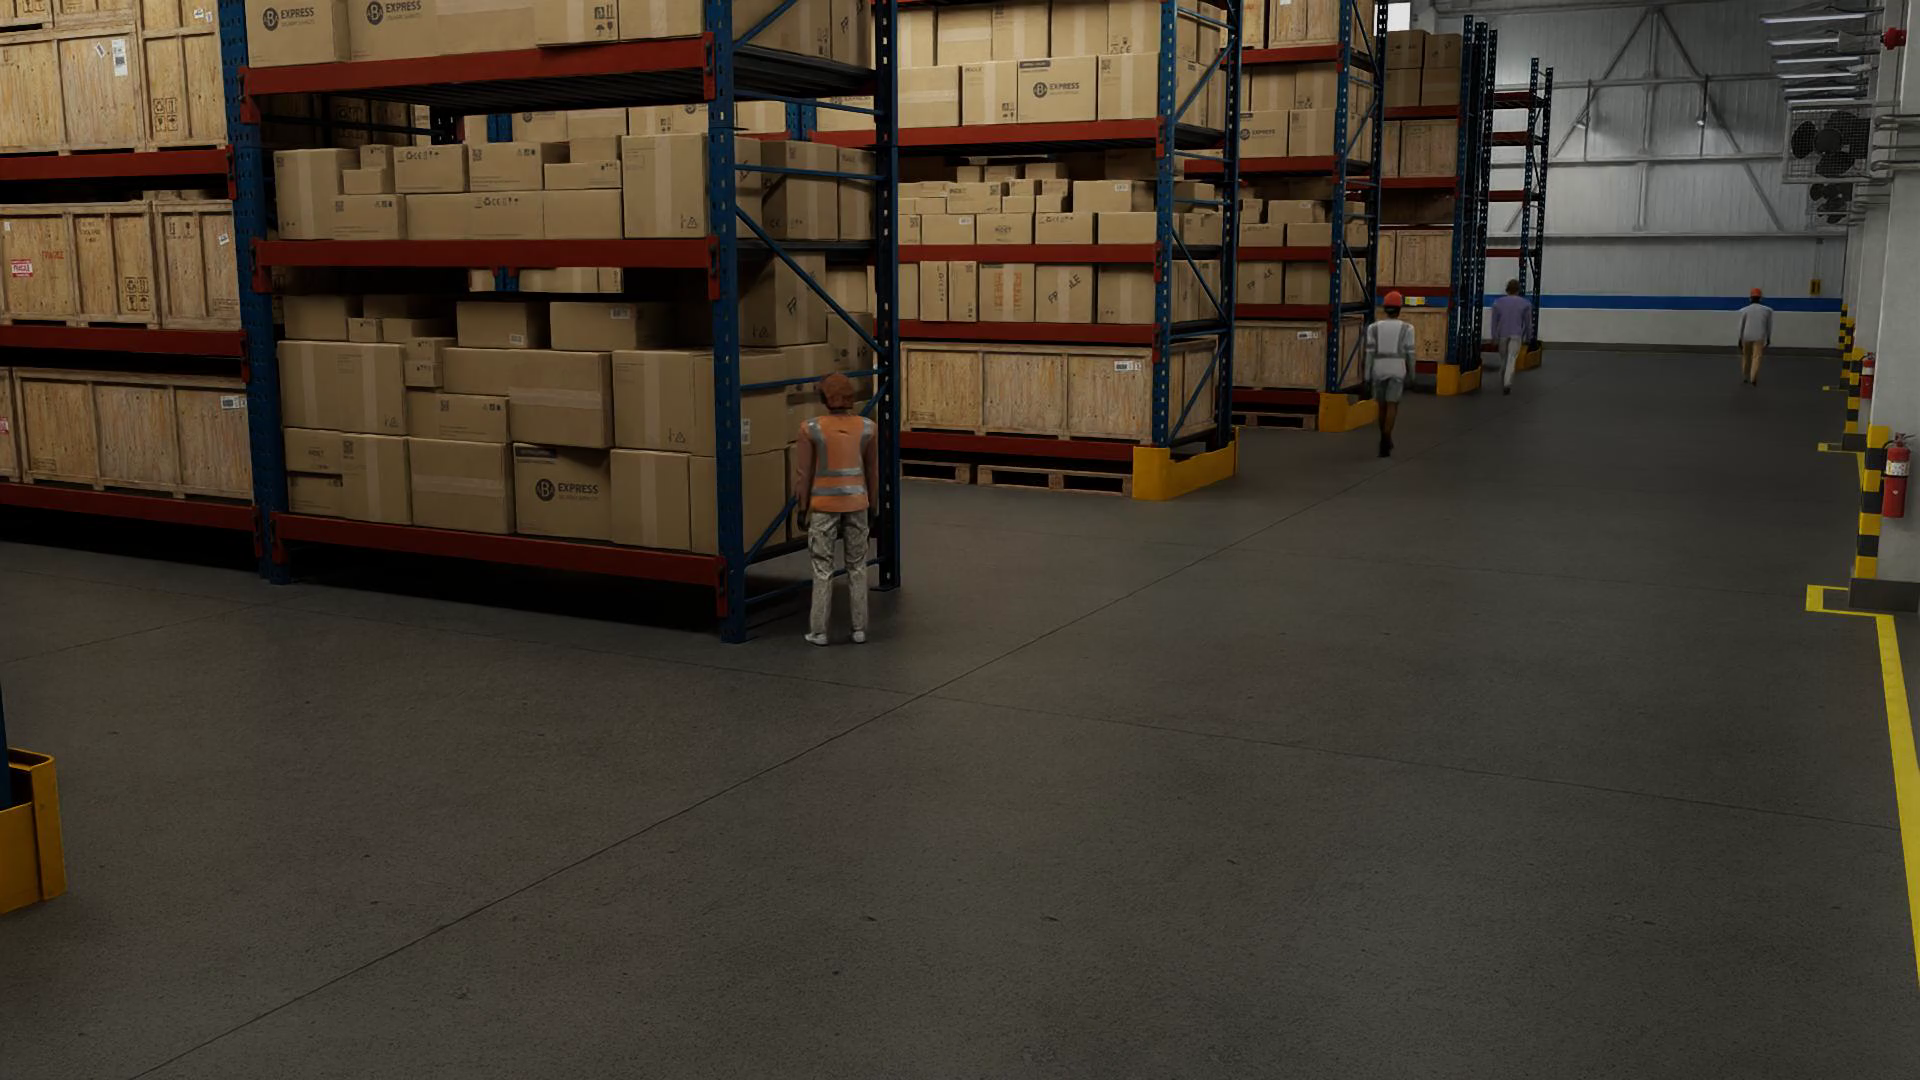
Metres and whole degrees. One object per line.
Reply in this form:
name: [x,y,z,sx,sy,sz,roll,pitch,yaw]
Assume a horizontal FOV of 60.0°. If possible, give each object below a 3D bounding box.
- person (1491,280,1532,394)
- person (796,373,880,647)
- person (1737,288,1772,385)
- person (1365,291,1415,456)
person: [9.155,-3.368,27.659,0.641,1.896,1.042,5,11,24]
person: [-0.718,-0.176,9.886,0.523,1.631,0.316,-4,11,-22]
person: [14.084,-3.604,29.494,0.556,1.715,0.874,5,11,26]
person: [4.980,-1.938,19.316,0.556,1.907,0.928,5,11,25]
